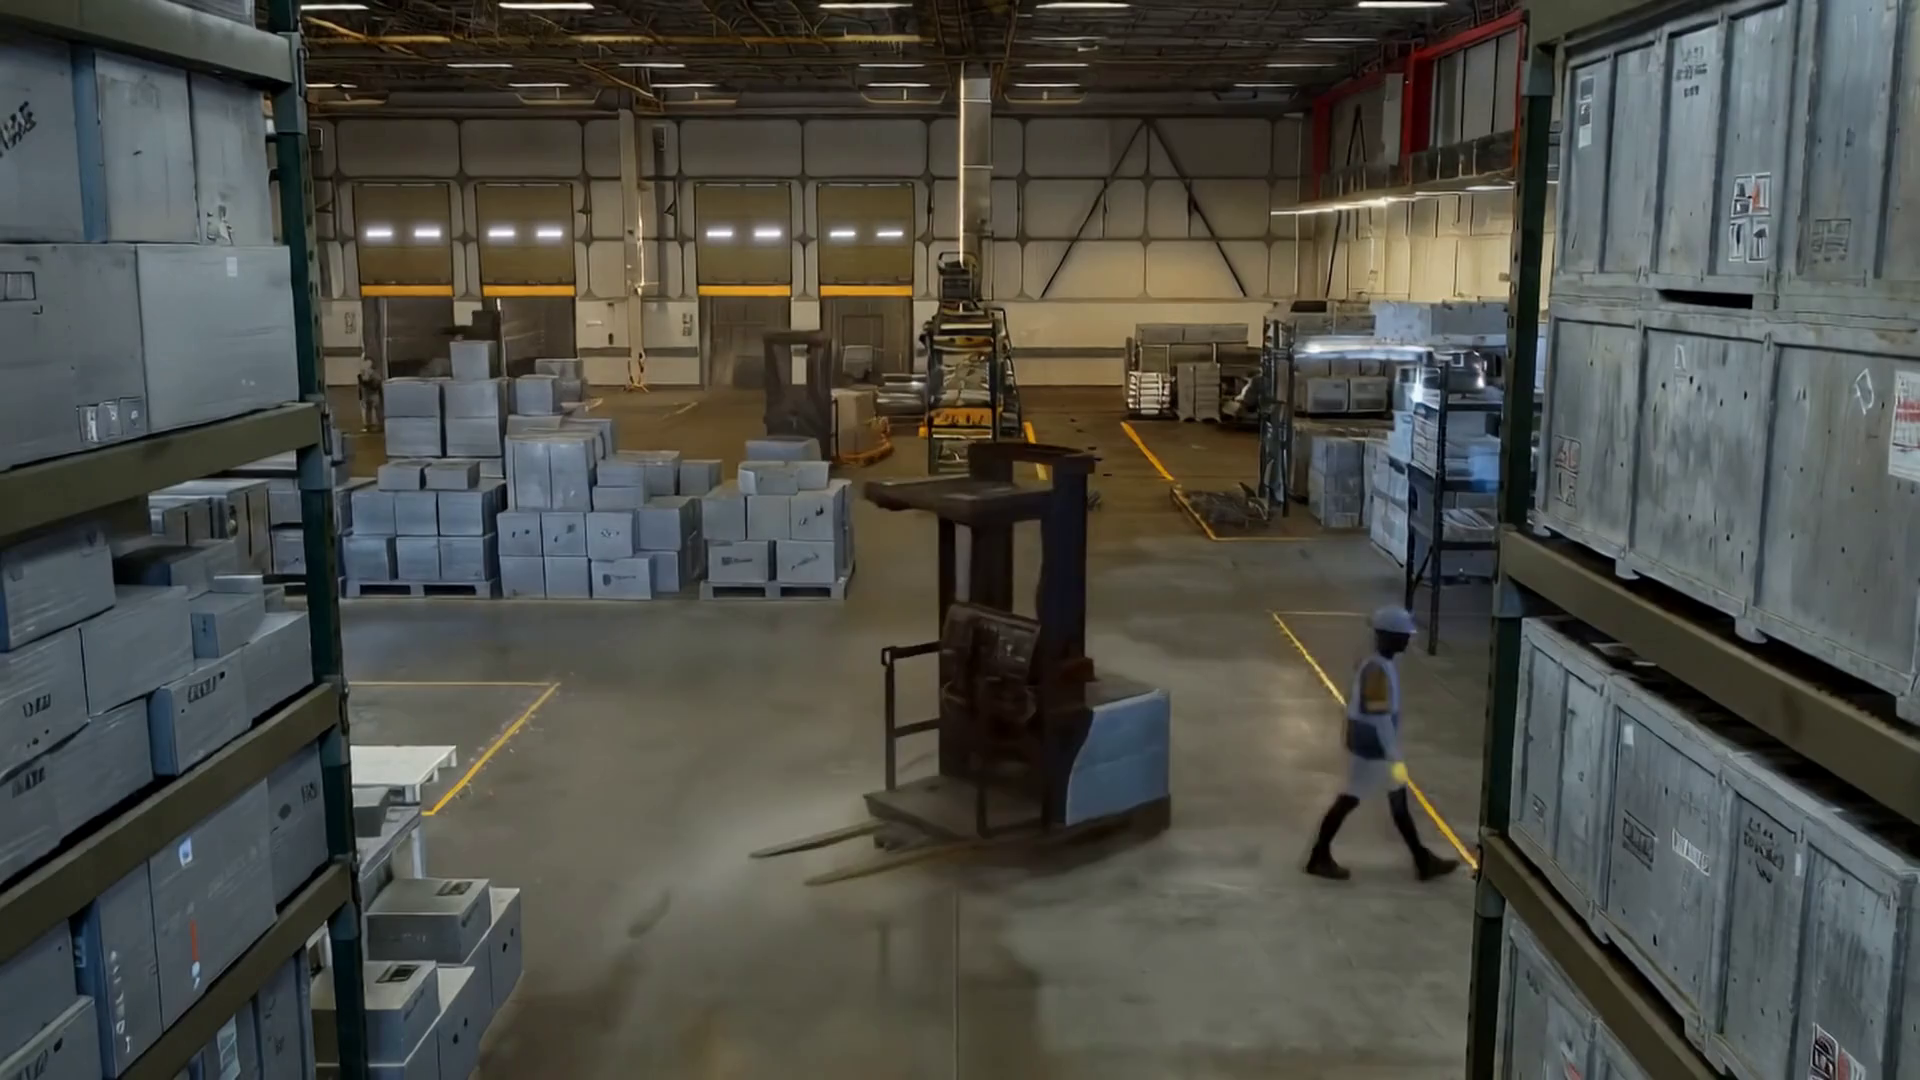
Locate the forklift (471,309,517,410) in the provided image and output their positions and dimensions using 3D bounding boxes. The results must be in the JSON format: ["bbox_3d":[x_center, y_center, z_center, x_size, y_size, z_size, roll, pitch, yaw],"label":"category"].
[{"bbox_3d":[-10.871,-3.933,38.391,1.873,2.768,1.129,1,10,7],"label":"forklift"}]

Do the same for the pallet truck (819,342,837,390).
[{"bbox_3d":[-3.021,-4.312,43.126,1.885,1.965,0.823,3,10,17],"label":"pallet truck"}]

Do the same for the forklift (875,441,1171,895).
[{"bbox_3d":[0.487,0.745,11.407,1.873,2.768,1.129,-8,13,-39],"label":"forklift"}]

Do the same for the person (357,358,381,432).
[{"bbox_3d":[-13.648,-3.345,38.409,0.532,1.697,0.322,0,10,3],"label":"person"}]

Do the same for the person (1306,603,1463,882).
[{"bbox_3d":[2.764,1.340,10.856,1.010,1.879,0.564,5,11,25],"label":"person"}]

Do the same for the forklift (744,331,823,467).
[{"bbox_3d":[-2.803,-2.080,27.700,1.129,2.768,1.873,3,10,15],"label":"forklift"}]
